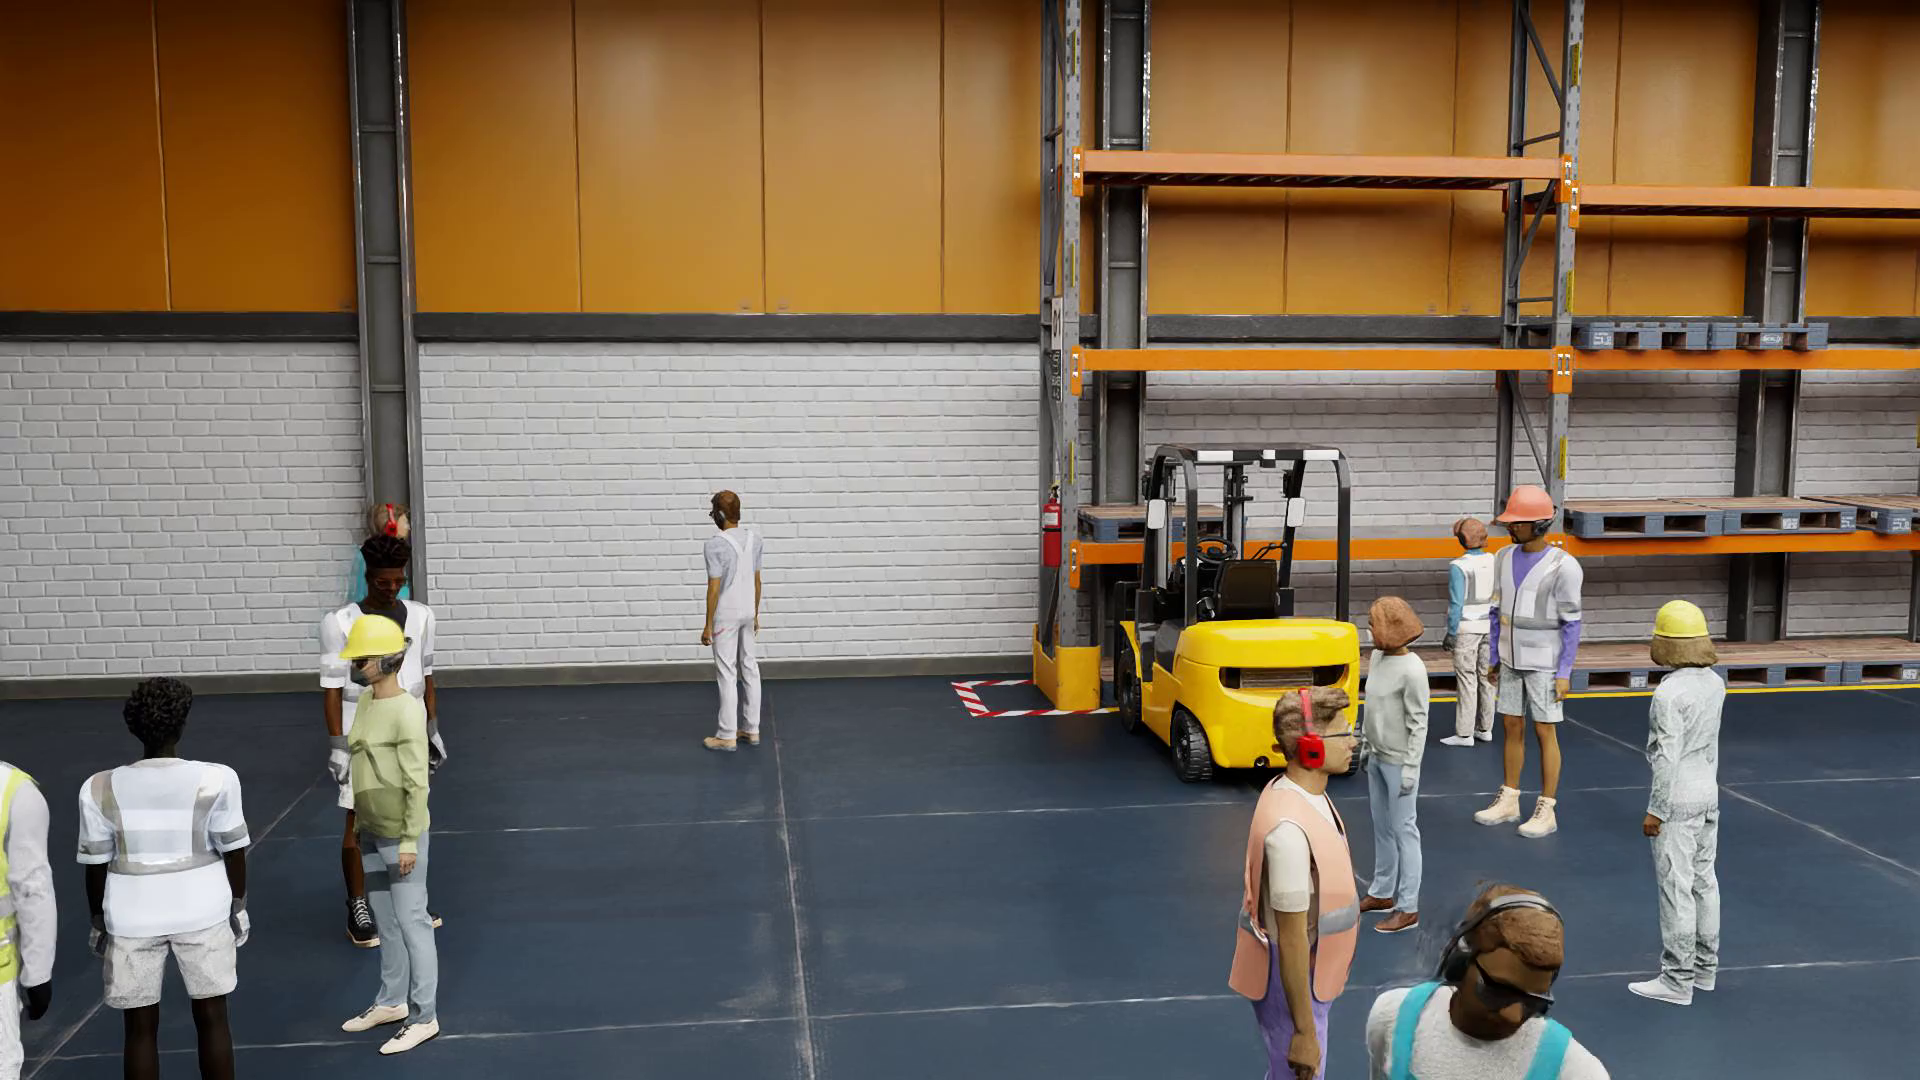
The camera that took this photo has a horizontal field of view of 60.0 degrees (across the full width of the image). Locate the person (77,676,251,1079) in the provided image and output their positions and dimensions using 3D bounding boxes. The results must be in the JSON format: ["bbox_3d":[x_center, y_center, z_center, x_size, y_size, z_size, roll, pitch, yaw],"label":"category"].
[{"bbox_3d":[-2.745,1.317,5.777,0.540,1.695,0.317,-2,7,-19],"label":"person"}]

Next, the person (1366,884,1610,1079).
[{"bbox_3d":[1.001,1.535,3.429,0.444,1.803,0.673,-6,9,-43],"label":"person"}]

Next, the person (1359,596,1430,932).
[{"bbox_3d":[2.099,1.081,8.119,0.279,1.633,0.497,-2,7,-13],"label":"person"}]

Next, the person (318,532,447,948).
[{"bbox_3d":[-2.750,0.937,7.972,0.380,1.959,0.603,5,8,39],"label":"person"}]

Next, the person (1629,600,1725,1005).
[{"bbox_3d":[3.122,1.129,7.237,0.492,1.740,0.319,-5,9,-40],"label":"person"}]

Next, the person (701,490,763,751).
[{"bbox_3d":[-1.616,0.565,11.744,0.346,1.842,0.506,5,8,39],"label":"person"}]

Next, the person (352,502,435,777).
[{"bbox_3d":[-3.720,0.667,10.919,0.635,1.827,0.566,-4,8,-31],"label":"person"}]

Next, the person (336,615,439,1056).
[{"bbox_3d":[-2.325,1.175,6.735,0.317,1.767,0.525,-6,9,-43],"label":"person"}]

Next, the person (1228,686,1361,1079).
[{"bbox_3d":[0.995,1.340,4.917,0.390,1.850,0.565,1,7,13],"label":"person"}]

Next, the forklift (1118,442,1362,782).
[{"bbox_3d":[1.912,0.418,11.496,1.214,2.155,2.313,-1,7,-8],"label":"forklift"}]

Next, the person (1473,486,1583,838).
[{"bbox_3d":[3.302,0.702,9.674,0.394,2.040,0.609,-4,7,-29],"label":"person"}]

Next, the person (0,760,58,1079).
[{"bbox_3d":[-3.109,1.333,5.081,0.645,1.831,0.430,-1,7,-11],"label":"person"}]

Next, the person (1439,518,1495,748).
[{"bbox_3d":[3.634,0.657,11.820,0.512,1.638,0.312,-5,8,-36],"label":"person"}]
